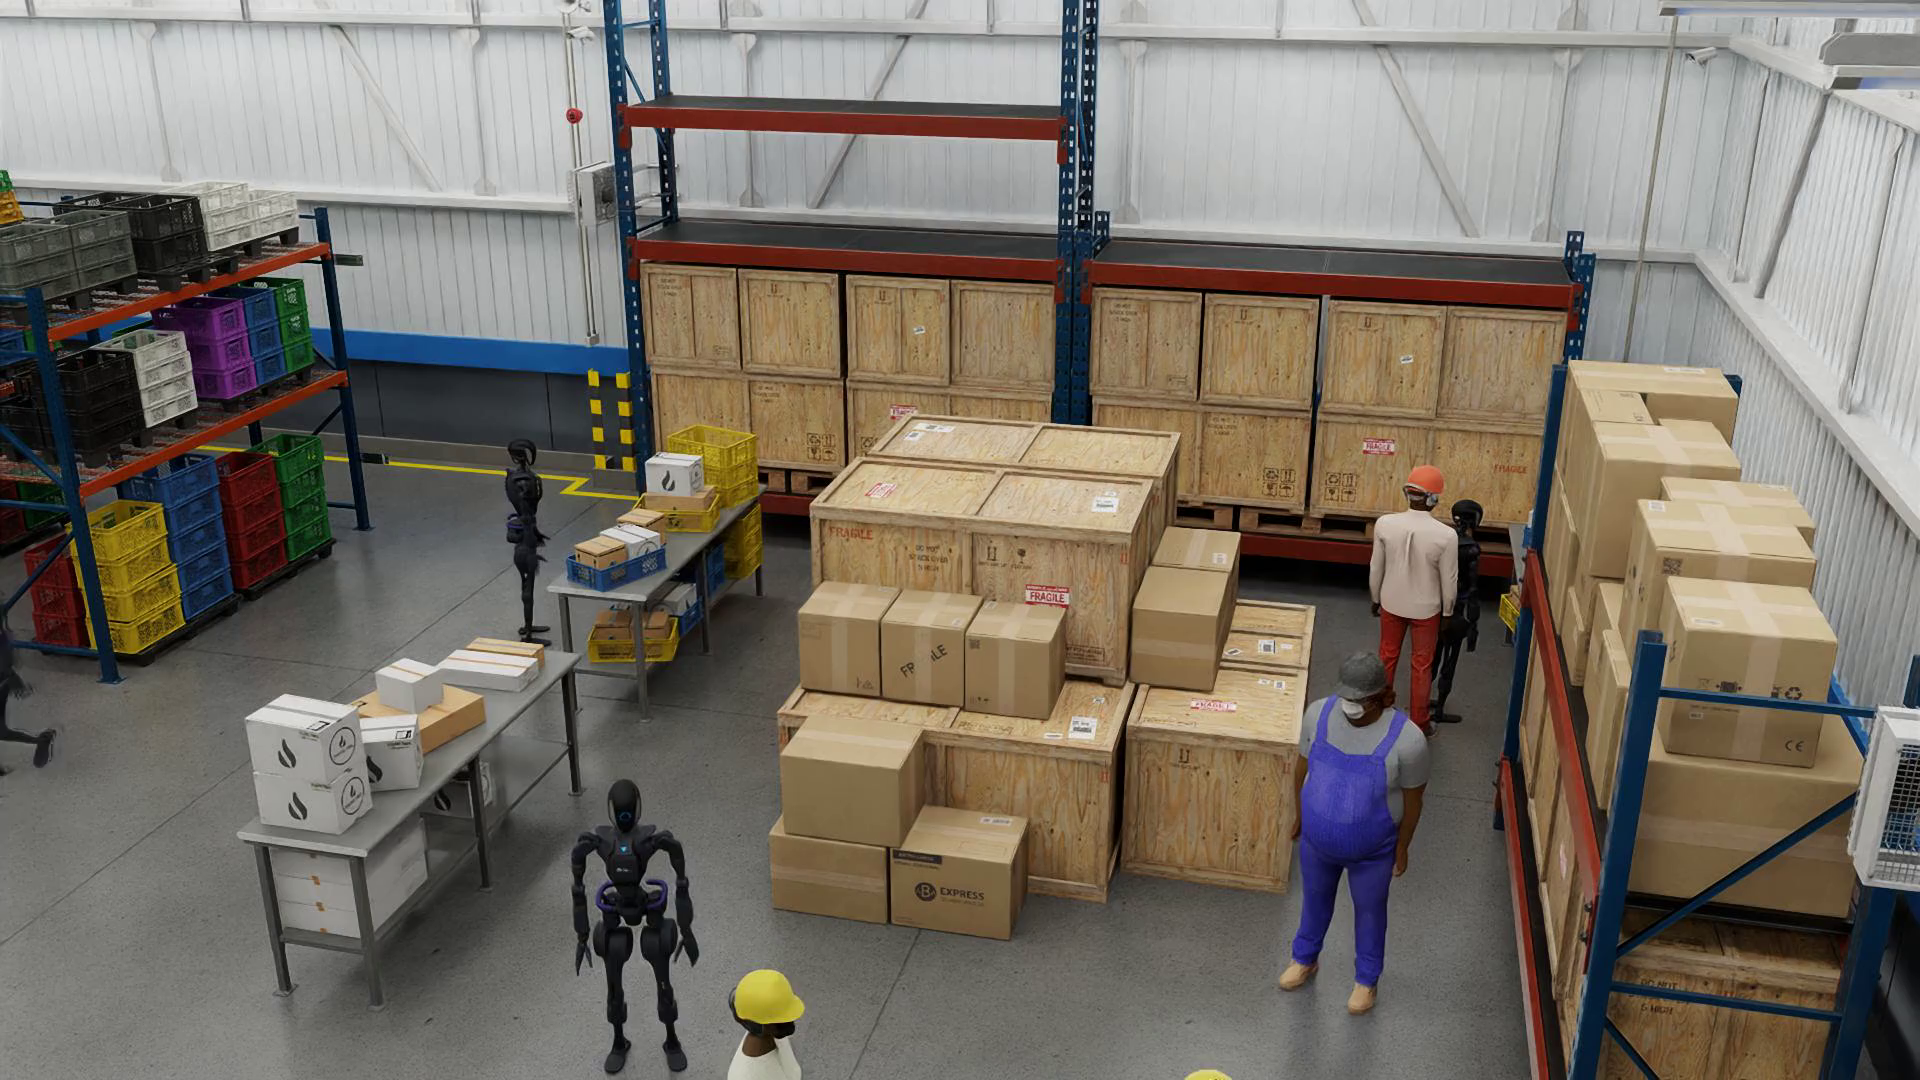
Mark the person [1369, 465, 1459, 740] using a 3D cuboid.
[{"bbox_3d":[3.122,0.447,11.476,0.609,1.985,0.388,14,25,32],"label":"person"}]

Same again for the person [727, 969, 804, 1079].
[{"bbox_3d":[-0.745,2.447,6.544,0.314,1.769,0.523,3,21,8],"label":"person"}]

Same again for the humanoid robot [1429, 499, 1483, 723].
[{"bbox_3d":[3.490,0.489,11.795,0.327,1.655,0.582,-3,21,-9],"label":"humanoid robot"}]

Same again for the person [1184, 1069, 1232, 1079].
[{"bbox_3d":[0.817,2.646,5.801,0.588,1.926,0.385,-15,26,-35],"label":"person"}]

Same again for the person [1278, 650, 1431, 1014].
[{"bbox_3d":[2.014,1.507,8.624,0.682,2.000,0.536,14,25,32],"label":"person"}]

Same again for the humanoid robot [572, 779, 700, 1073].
[{"bbox_3d":[-1.584,1.893,8.128,0.602,1.649,0.364,-1,21,-3],"label":"humanoid robot"}]

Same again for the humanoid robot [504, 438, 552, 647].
[{"bbox_3d":[-3.391,-0.003,13.059,0.313,1.657,0.601,-4,21,-11],"label":"humanoid robot"}]

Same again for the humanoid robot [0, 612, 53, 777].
[{"bbox_3d":[-6.416,0.823,10.924,0.599,1.637,0.502,9,23,22],"label":"humanoid robot"}]
